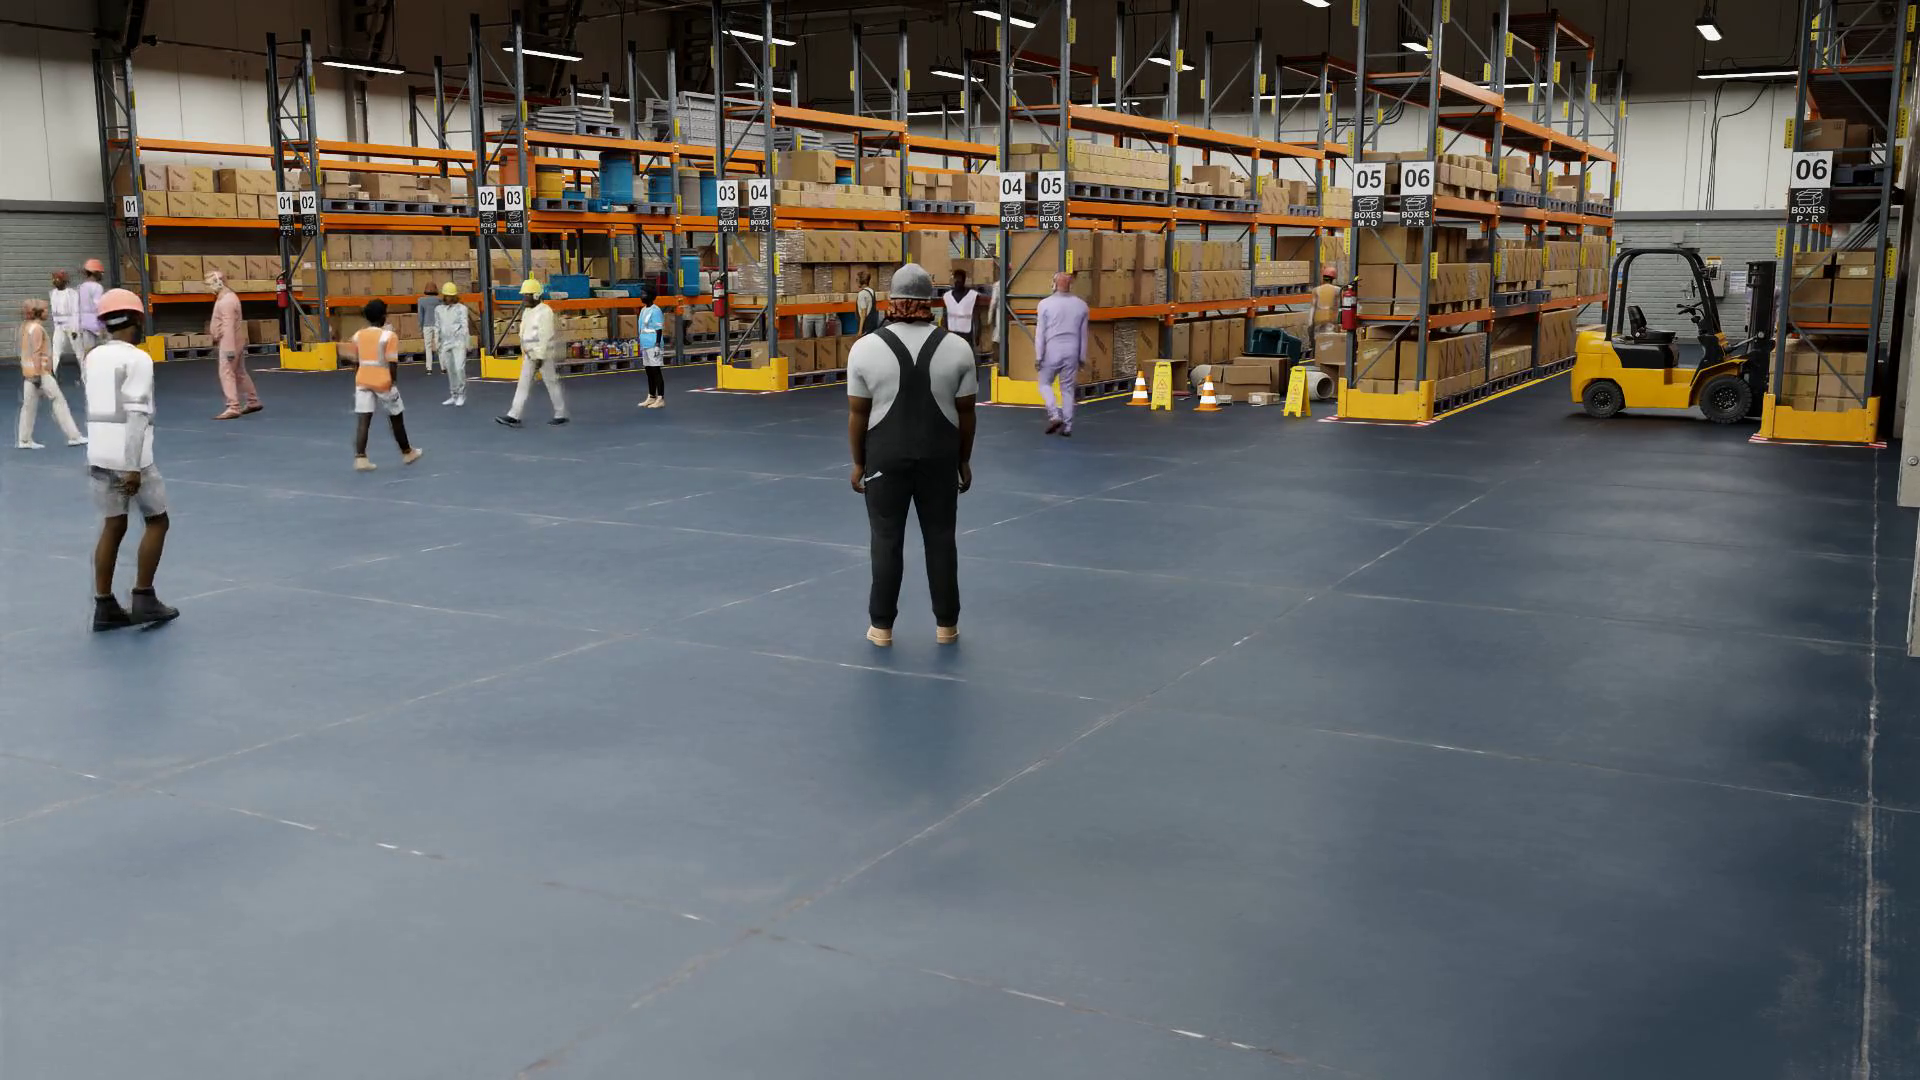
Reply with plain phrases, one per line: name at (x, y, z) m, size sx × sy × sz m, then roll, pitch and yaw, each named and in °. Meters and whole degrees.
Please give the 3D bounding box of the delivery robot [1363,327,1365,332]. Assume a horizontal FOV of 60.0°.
delivery robot at (9.251, -4.667, 37.630) m, size 0.707 × 0.478 × 0.477 m, roll 0°, pitch 10°, yaw 2°

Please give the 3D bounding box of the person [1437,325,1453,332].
person at (10.247, -4.870, 35.130) m, size 0.549 × 1.917 × 0.748 m, roll 7°, pitch 12°, yaw 36°

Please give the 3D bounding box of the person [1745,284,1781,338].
person at (13.928, -3.794, 28.827) m, size 0.582 × 1.919 × 0.393 m, roll 5°, pitch 11°, yaw 25°

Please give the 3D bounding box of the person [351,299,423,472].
person at (-5.629, -1.508, 16.185) m, size 0.554 × 1.643 × 0.859 m, roll 3°, pitch 10°, yaw 17°

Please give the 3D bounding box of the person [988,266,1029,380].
person at (0.809, -3.563, 27.248) m, size 0.667 × 1.990 × 0.698 m, roll 3°, pitch 10°, yaw 15°

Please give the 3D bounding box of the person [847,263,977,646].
person at (-0.267, -0.455, 8.903) m, size 0.688 × 2.000 × 0.539 m, roll -1°, pitch 10°, yaw -8°

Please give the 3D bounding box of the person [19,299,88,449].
person at (-9.824, -1.783, 17.967) m, size 0.801 × 1.604 × 0.517 m, roll -8°, pitch 13°, yaw -40°

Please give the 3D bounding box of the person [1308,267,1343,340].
person at (6.387, -3.826, 29.099) m, size 0.588 × 1.898 × 0.870 m, roll 3°, pitch 10°, yaw 16°

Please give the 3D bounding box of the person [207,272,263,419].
person at (-9.384, -2.505, 21.431) m, size 0.500 × 1.879 × 0.812 m, roll -3°, pitch 10°, yaw -18°

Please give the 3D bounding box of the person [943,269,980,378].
person at (0.034, -3.065, 24.611) m, size 0.601 × 1.893 × 0.723 m, roll 3°, pitch 10°, yaw 19°

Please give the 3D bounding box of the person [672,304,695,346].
person at (-6.360, -5.380, 38.041) m, size 0.608 × 1.945 × 0.734 m, roll 4°, pitch 11°, yaw 23°

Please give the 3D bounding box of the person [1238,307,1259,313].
person at (6.244, -4.876, 36.010) m, size 0.516 × 1.626 × 0.370 m, roll 6°, pitch 12°, yaw 33°

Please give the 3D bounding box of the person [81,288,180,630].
person at (-4.697, -0.452, 9.310) m, size 0.559 × 1.890 × 0.601 m, roll 4°, pitch 11°, yaw 25°

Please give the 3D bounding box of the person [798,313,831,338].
person at (-2.587, -3.921, 29.540) m, size 0.625 × 1.931 × 0.375 m, roll 0°, pitch 10°, yaw -1°

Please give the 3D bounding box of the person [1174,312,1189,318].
person at (5.284, -5.702, 39.945) m, size 0.635 × 1.927 × 1.051 m, roll -6°, pitch 11°, yaw -29°

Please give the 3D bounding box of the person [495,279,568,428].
person at (-5.150, -2.230, 20.019) m, size 0.917 × 1.780 × 0.610 m, roll -9°, pitch 13°, yaw -44°

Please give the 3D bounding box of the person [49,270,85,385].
person at (-14.335, -3.373, 26.558) m, size 0.597 × 1.834 × 1.004 m, roll 3°, pitch 10°, yaw 17°

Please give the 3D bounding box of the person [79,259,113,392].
person at (-13.159, -3.295, 25.608) m, size 0.636 × 2.009 × 0.924 m, roll 7°, pitch 12°, yaw 34°

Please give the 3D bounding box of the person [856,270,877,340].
person at (-1.491, -3.347, 26.404) m, size 0.328 × 1.844 × 0.513 m, roll 4°, pitch 10°, yaw 20°

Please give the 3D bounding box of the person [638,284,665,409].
person at (-4.218, -2.635, 22.672) m, size 0.316 × 1.695 × 0.542 m, roll -7°, pitch 12°, yaw -34°

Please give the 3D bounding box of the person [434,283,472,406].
person at (-7.017, -2.709, 23.086) m, size 0.517 × 1.705 × 0.583 m, roll 2°, pitch 10°, yaw 10°

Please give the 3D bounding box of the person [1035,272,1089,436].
person at (1.152, -2.132, 19.161) m, size 0.668 × 1.887 × 0.439 m, roll -4°, pitch 10°, yaw -20°

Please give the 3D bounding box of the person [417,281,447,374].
person at (-9.258, -3.723, 29.224) m, size 0.507 × 1.631 × 0.265 m, roll -4°, pitch 10°, yaw -20°
